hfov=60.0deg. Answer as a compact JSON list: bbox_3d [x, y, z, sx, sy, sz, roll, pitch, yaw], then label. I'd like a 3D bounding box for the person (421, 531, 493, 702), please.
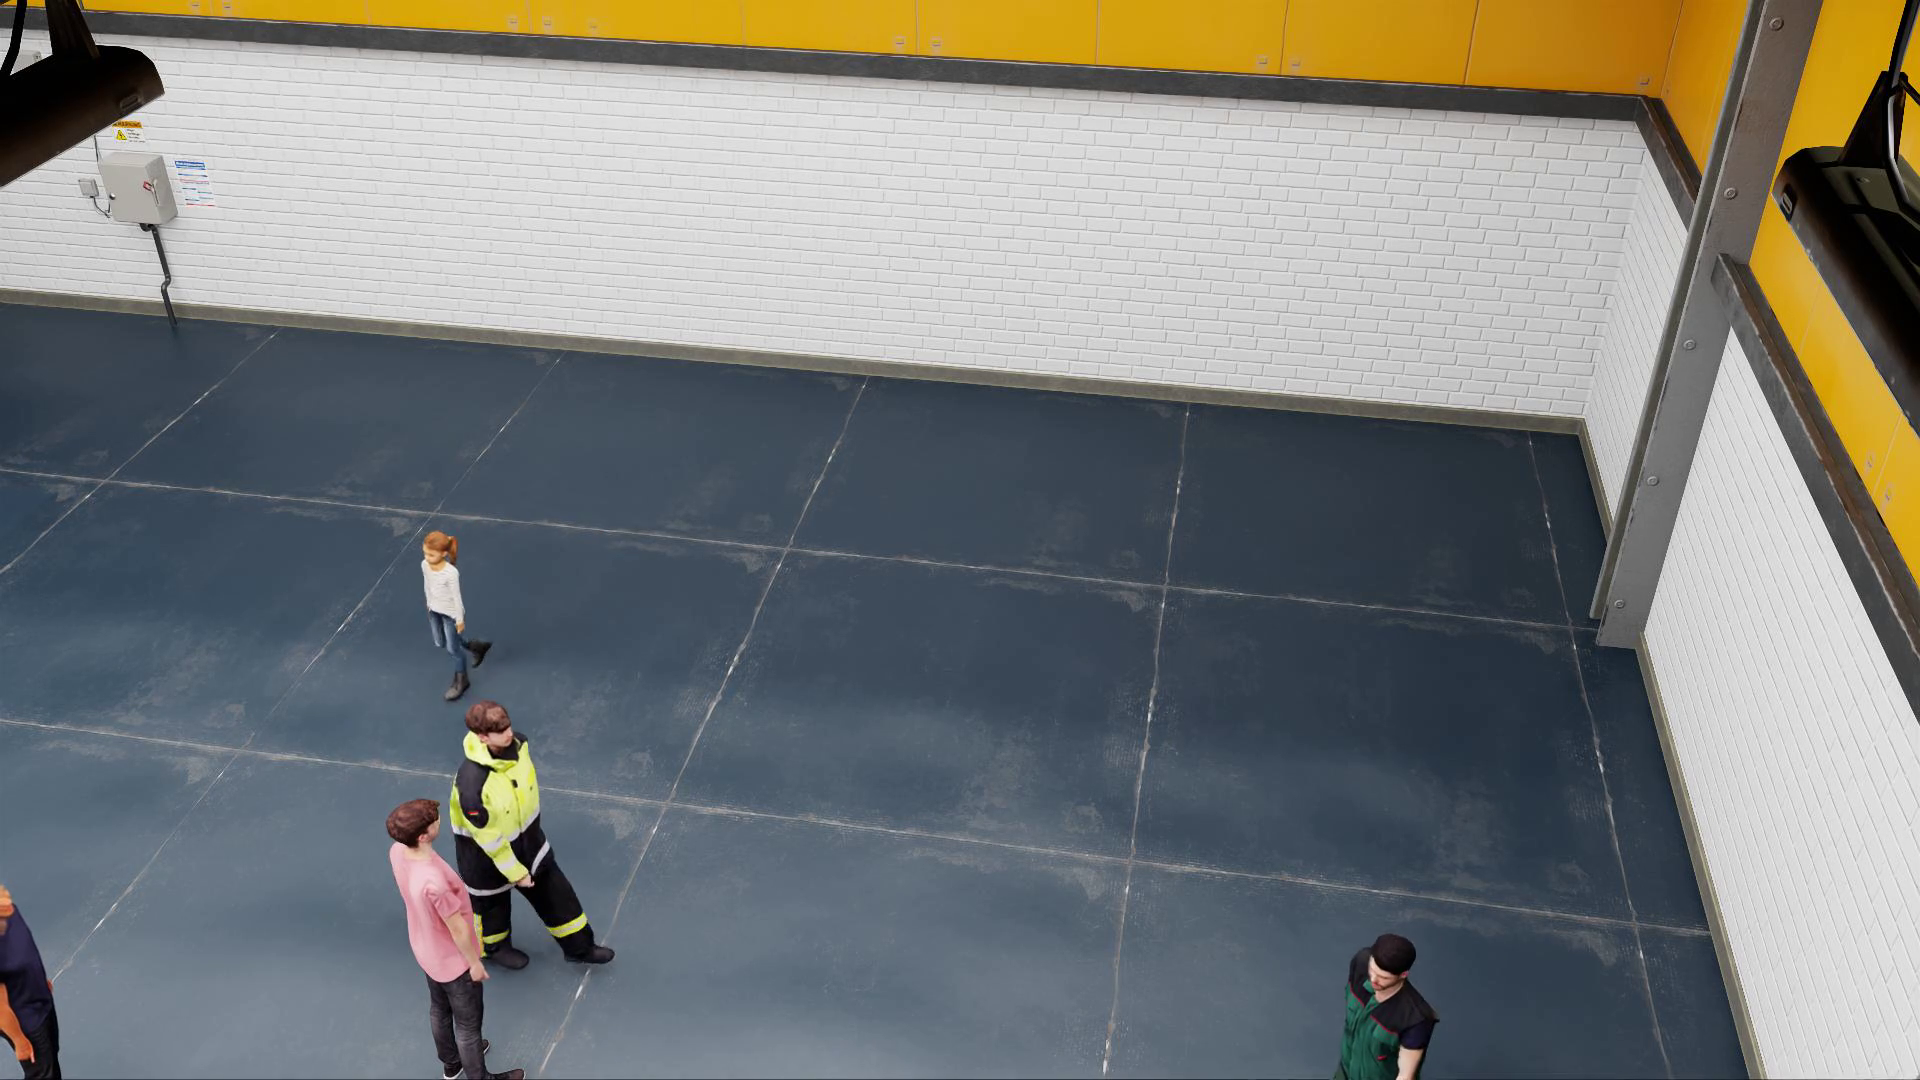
[{"bbox_3d":[-3.472,0.474,11.428,0.636,1.305,0.776,20,39,28],"label":"person"}]

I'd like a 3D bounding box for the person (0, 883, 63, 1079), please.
[{"bbox_3d":[-4.636,2.312,8.224,0.778,1.791,0.619,-9,35,-13],"label":"person"}]

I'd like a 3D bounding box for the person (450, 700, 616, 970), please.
[{"bbox_3d":[-2.587,1.632,9.103,0.953,1.951,1.051,13,36,18],"label":"person"}]

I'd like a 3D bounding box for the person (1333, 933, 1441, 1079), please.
[{"bbox_3d":[2.065,2.508,7.874,1.279,1.852,1.260,-20,38,-27],"label":"person"}]

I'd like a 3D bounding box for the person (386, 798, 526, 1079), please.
[{"bbox_3d":[-2.617,2.079,8.422,0.715,1.959,0.727,26,42,34],"label":"person"}]
